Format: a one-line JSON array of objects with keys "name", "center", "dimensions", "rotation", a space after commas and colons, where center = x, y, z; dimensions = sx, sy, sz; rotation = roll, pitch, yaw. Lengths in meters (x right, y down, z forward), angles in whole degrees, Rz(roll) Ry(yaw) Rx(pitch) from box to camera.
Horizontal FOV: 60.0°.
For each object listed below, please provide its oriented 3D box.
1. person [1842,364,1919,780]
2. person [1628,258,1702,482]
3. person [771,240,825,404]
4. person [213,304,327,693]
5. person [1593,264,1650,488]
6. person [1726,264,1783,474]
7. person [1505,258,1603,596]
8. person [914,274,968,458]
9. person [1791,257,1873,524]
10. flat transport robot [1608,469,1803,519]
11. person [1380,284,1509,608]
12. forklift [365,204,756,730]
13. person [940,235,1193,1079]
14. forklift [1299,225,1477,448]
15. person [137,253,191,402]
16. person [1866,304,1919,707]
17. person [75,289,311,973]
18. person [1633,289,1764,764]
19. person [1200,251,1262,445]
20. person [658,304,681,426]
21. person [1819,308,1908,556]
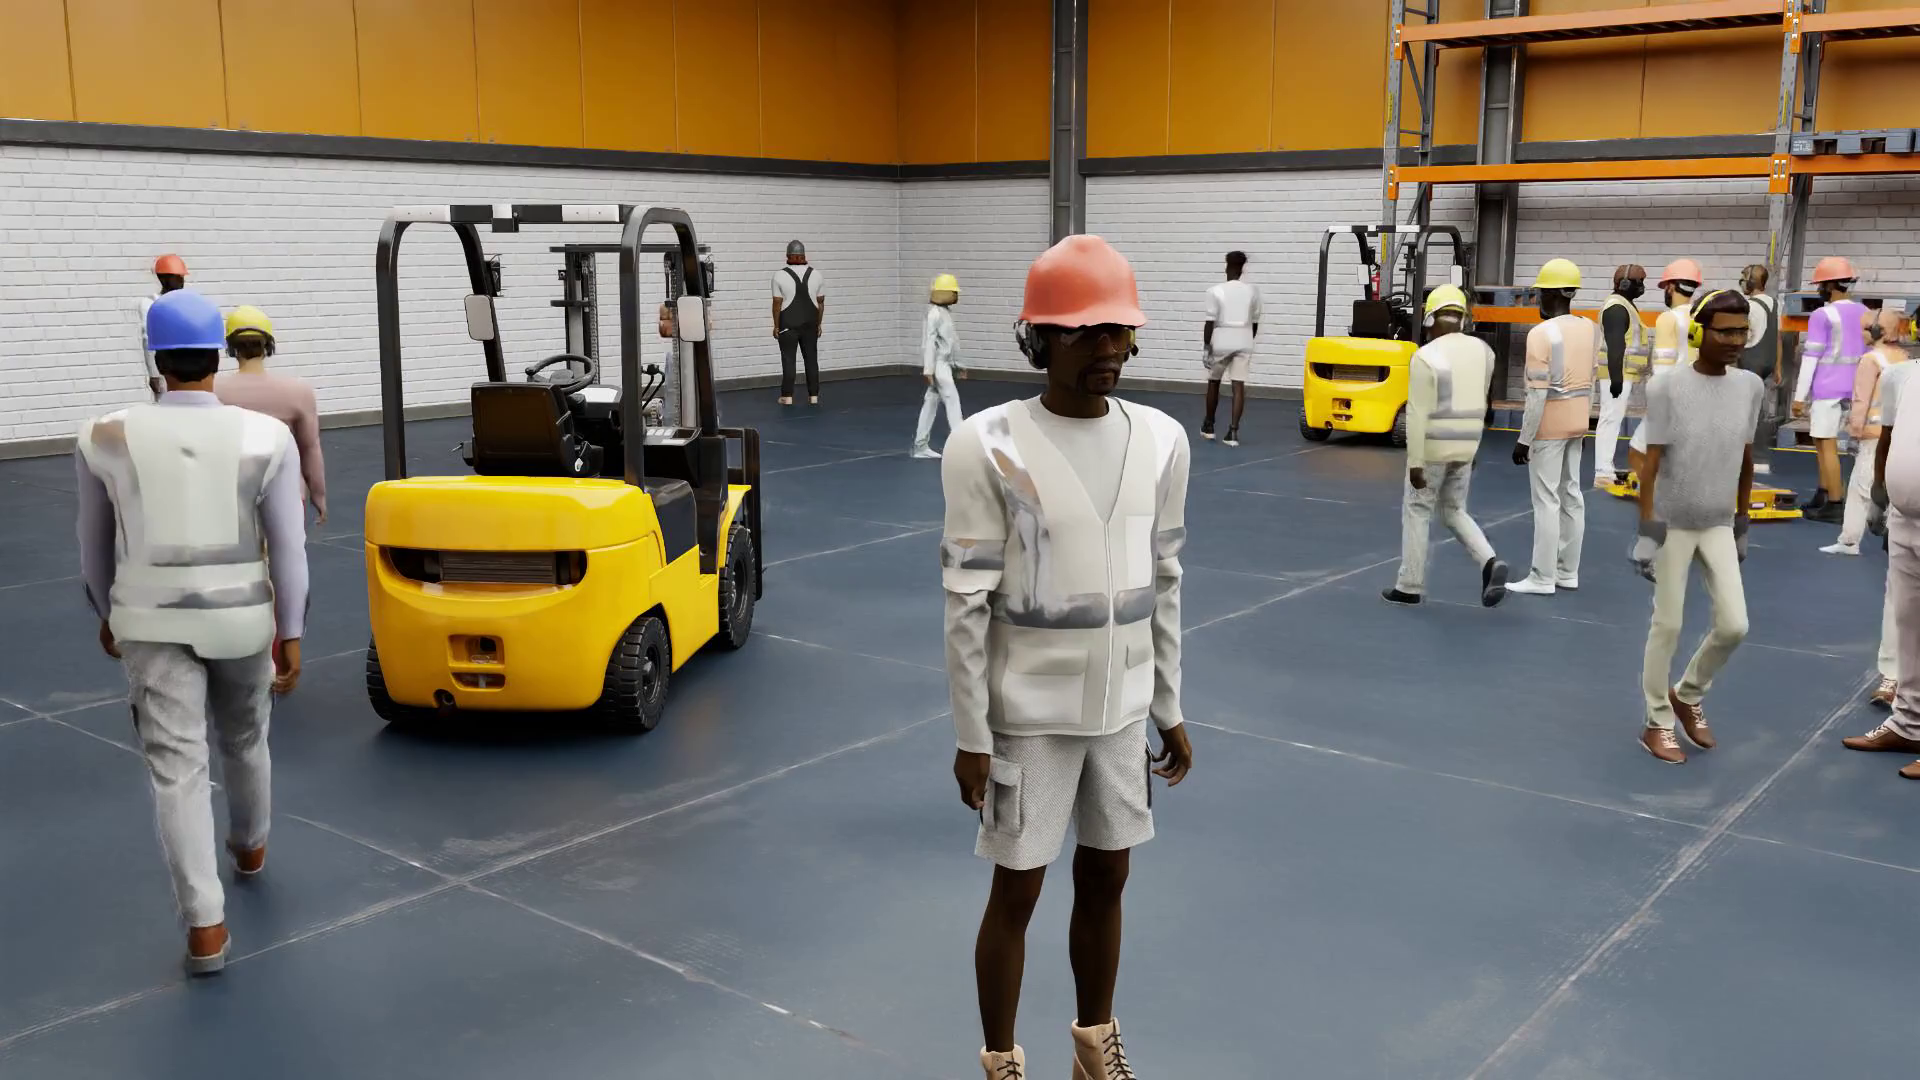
[{"name": "person", "center": [3.729, -0.048, 6.338], "dimensions": [0.409, 1.905, 0.651], "rotation": [0, 10, -2]}, {"name": "person", "center": [4.663, -0.874, 10.893], "dimensions": [0.584, 1.911, 0.440], "rotation": [-7, 13, -35]}, {"name": "person", "center": [-2.045, -2.714, 20.735], "dimensions": [0.684, 2.000, 0.538], "rotation": [-4, 11, -23]}, {"name": "person", "center": [-3.145, -0.176, 7.487], "dimensions": [0.550, 1.750, 0.388], "rotation": [-4, 11, -20]}, {"name": "person", "center": [5.444, -1.346, 13.715], "dimensions": [0.429, 1.839, 0.634], "rotation": [5, 11, 24]}, {"name": "person", "center": [6.891, -1.512, 14.687], "dimensions": [0.553, 1.814, 0.815], "rotation": [-6, 12, -30]}, {"name": "person", "center": [3.402, -0.639, 9.551], "dimensions": [0.585, 1.929, 0.370], "rotation": [-7, 12, -34]}, {"name": "person", "center": [-0.075, -1.592, 15.418], "dimensions": [0.814, 1.708, 0.498], "rotation": [2, 10, 13]}, {"name": "person", "center": [6.256, -1.083, 12.059], "dimensions": [0.566, 1.909, 0.648], "rotation": [-5, 11, -24]}, {"name": "flat transport robot", "center": [5.612, -0.359, 12.592], "dimensions": [0.652, 0.197, 1.431], "rotation": [-2, 10, -11]}, {"name": "person", "center": [2.684, -0.487, 9.066], "dimensions": [0.613, 1.804, 0.666], "rotation": [-6, 12, -30]}, {"name": "forklift", "center": [-1.766, -0.406, 7.525], "dimensions": [1.214, 2.155, 2.313], "rotation": [1, 10, 7]}, {"name": "person", "center": [0.256, 0.366, 3.664], "dimensions": [0.607, 2.044, 0.375], "rotation": [-6, 12, -28]}, {"name": "forklift", "center": [4.449, -2.115, 16.993], "dimensions": [1.214, 2.155, 2.313], "rotation": [8, 13, 38]}, {"name": "person", "center": [-6.732, -1.463, 14.117], "dimensions": [0.659, 1.925, 0.543], "rotation": [5, 11, 26]}, {"name": "person", "center": [4.337, -0.185, 7.380], "dimensions": [0.570, 1.826, 0.989], "rotation": [8, 13, 39]}, {"name": "person", "center": [-2.230, 0.223, 4.879], "dimensions": [0.598, 1.891, 1.019], "rotation": [-5, 11, -24]}, {"name": "person", "center": [2.839, -0.037, 6.442], "dimensions": [0.528, 1.850, 0.412], "rotation": [0, 10, -3]}, {"name": "person", "center": [2.707, -1.945, 16.797], "dimensions": [0.611, 1.915, 0.919], "rotation": [-1, 10, -4]}, {"name": "person", "center": [-1.924, -0.820, 11.383], "dimensions": [0.341, 1.618, 0.528], "rotation": [1, 10, 5]}, {"name": "person", "center": [5.867, -0.650, 10.510], "dimensions": [0.540, 1.616, 0.684], "rotation": [-8, 13, -39]}]
